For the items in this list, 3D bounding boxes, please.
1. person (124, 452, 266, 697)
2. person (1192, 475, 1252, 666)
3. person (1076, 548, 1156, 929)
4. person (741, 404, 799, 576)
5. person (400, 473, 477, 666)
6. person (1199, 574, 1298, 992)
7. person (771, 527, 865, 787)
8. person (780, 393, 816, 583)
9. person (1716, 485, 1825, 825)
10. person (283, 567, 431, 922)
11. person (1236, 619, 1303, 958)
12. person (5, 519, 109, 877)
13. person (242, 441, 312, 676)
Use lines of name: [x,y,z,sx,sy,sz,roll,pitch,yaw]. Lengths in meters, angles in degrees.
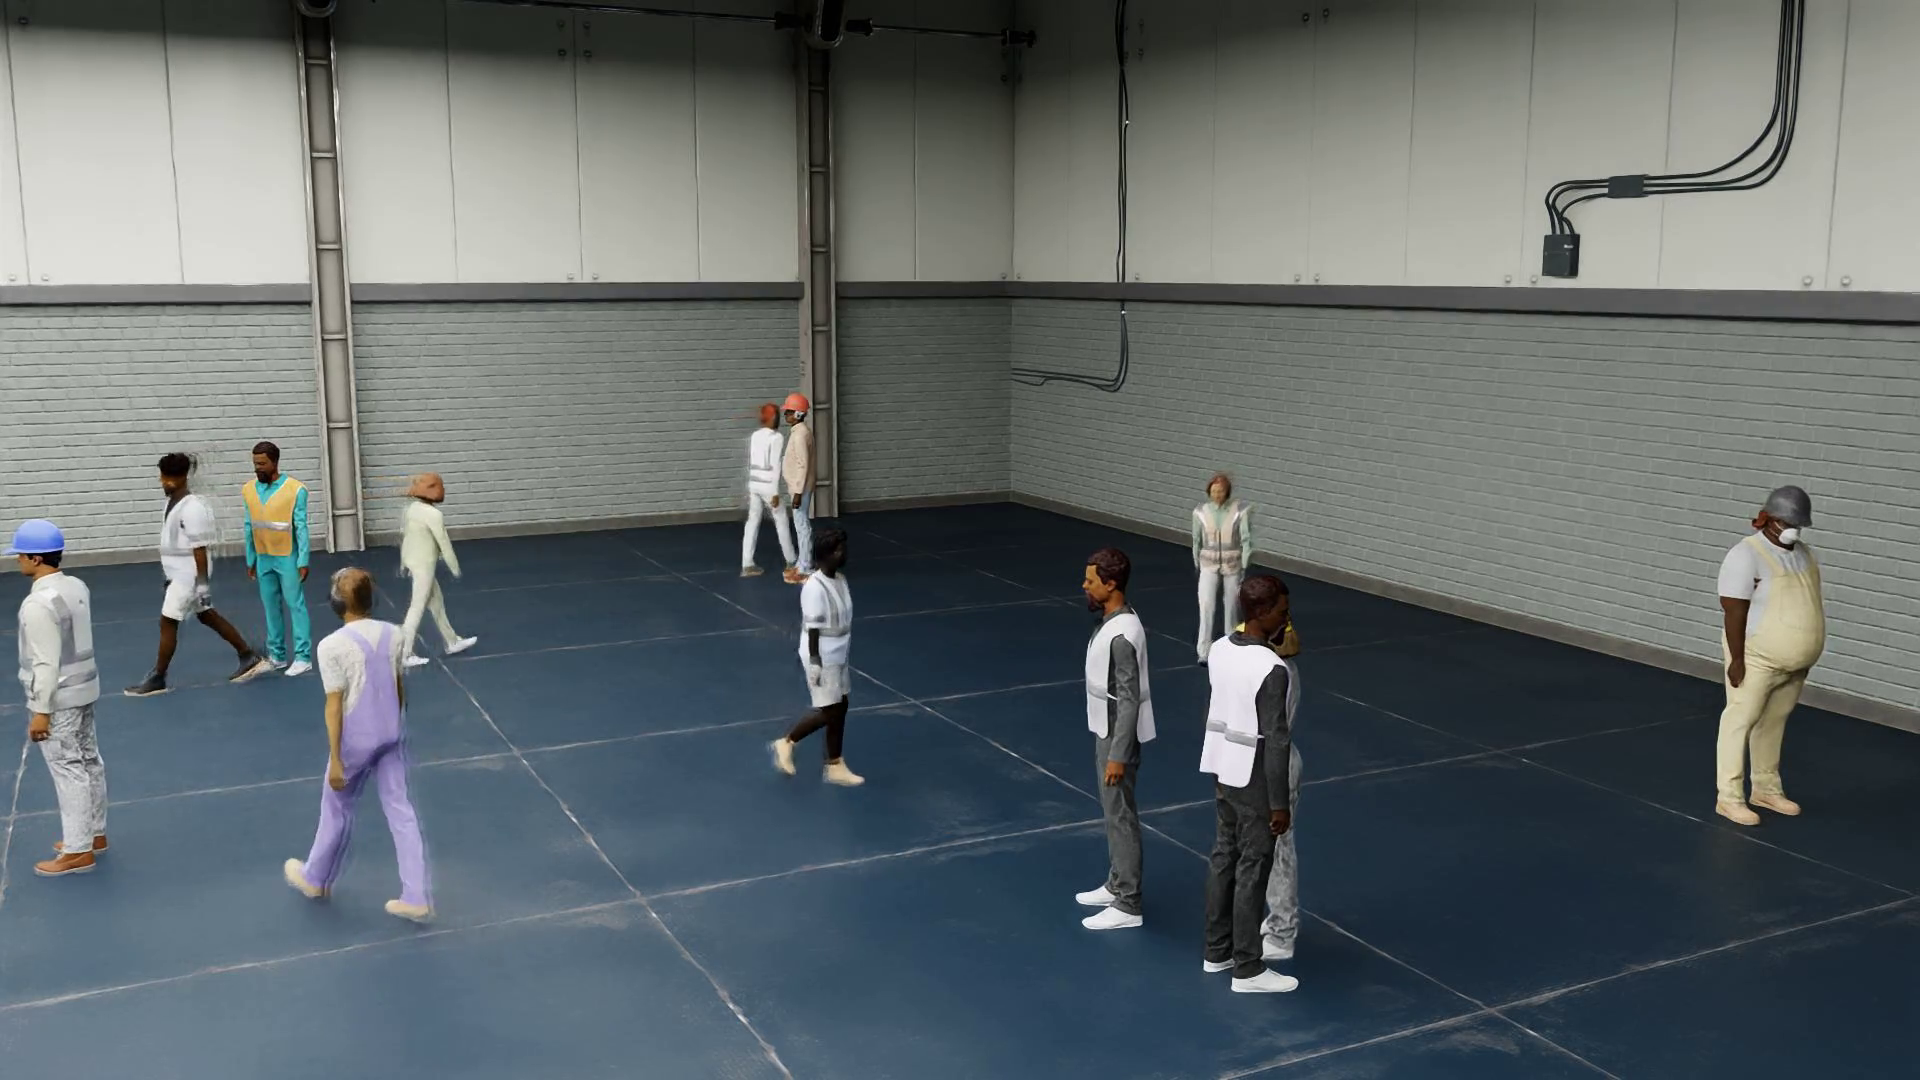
person: [-5.980,0.243,12.977,1.023,1.905,0.666,-6,11,-33]
person: [2.191,0.240,13.955,0.509,1.584,0.916,2,9,12]
person: [0.790,0.986,8.331,0.370,1.916,0.597,0,9,0]
person: [-2.039,-0.548,18.022,0.588,1.834,0.935,9,13,43]
person: [-4.404,0.232,13.961,0.825,1.591,0.536,-8,12,-41]
person: [1.310,1.103,7.614,0.369,1.915,0.597,-3,10,-20]
person: [-0.884,0.744,10.527,0.494,1.678,0.547,3,10,19]
person: [-1.702,-0.549,17.541,0.373,1.997,0.615,-1,9,-7]
person: [4.864,0.668,9.915,0.681,2.000,0.536,-5,10,-26]
person: [-3.081,1.024,8.469,0.961,1.793,0.540,6,11,34]
person: [1.479,1.135,7.991,0.338,1.736,0.490,3,10,19]
person: [-4.912,0.852,9.062,0.405,1.948,0.605,-1,9,-9]
person: [-5.544,0.144,13.550,0.590,1.911,0.380,3,10,16]
